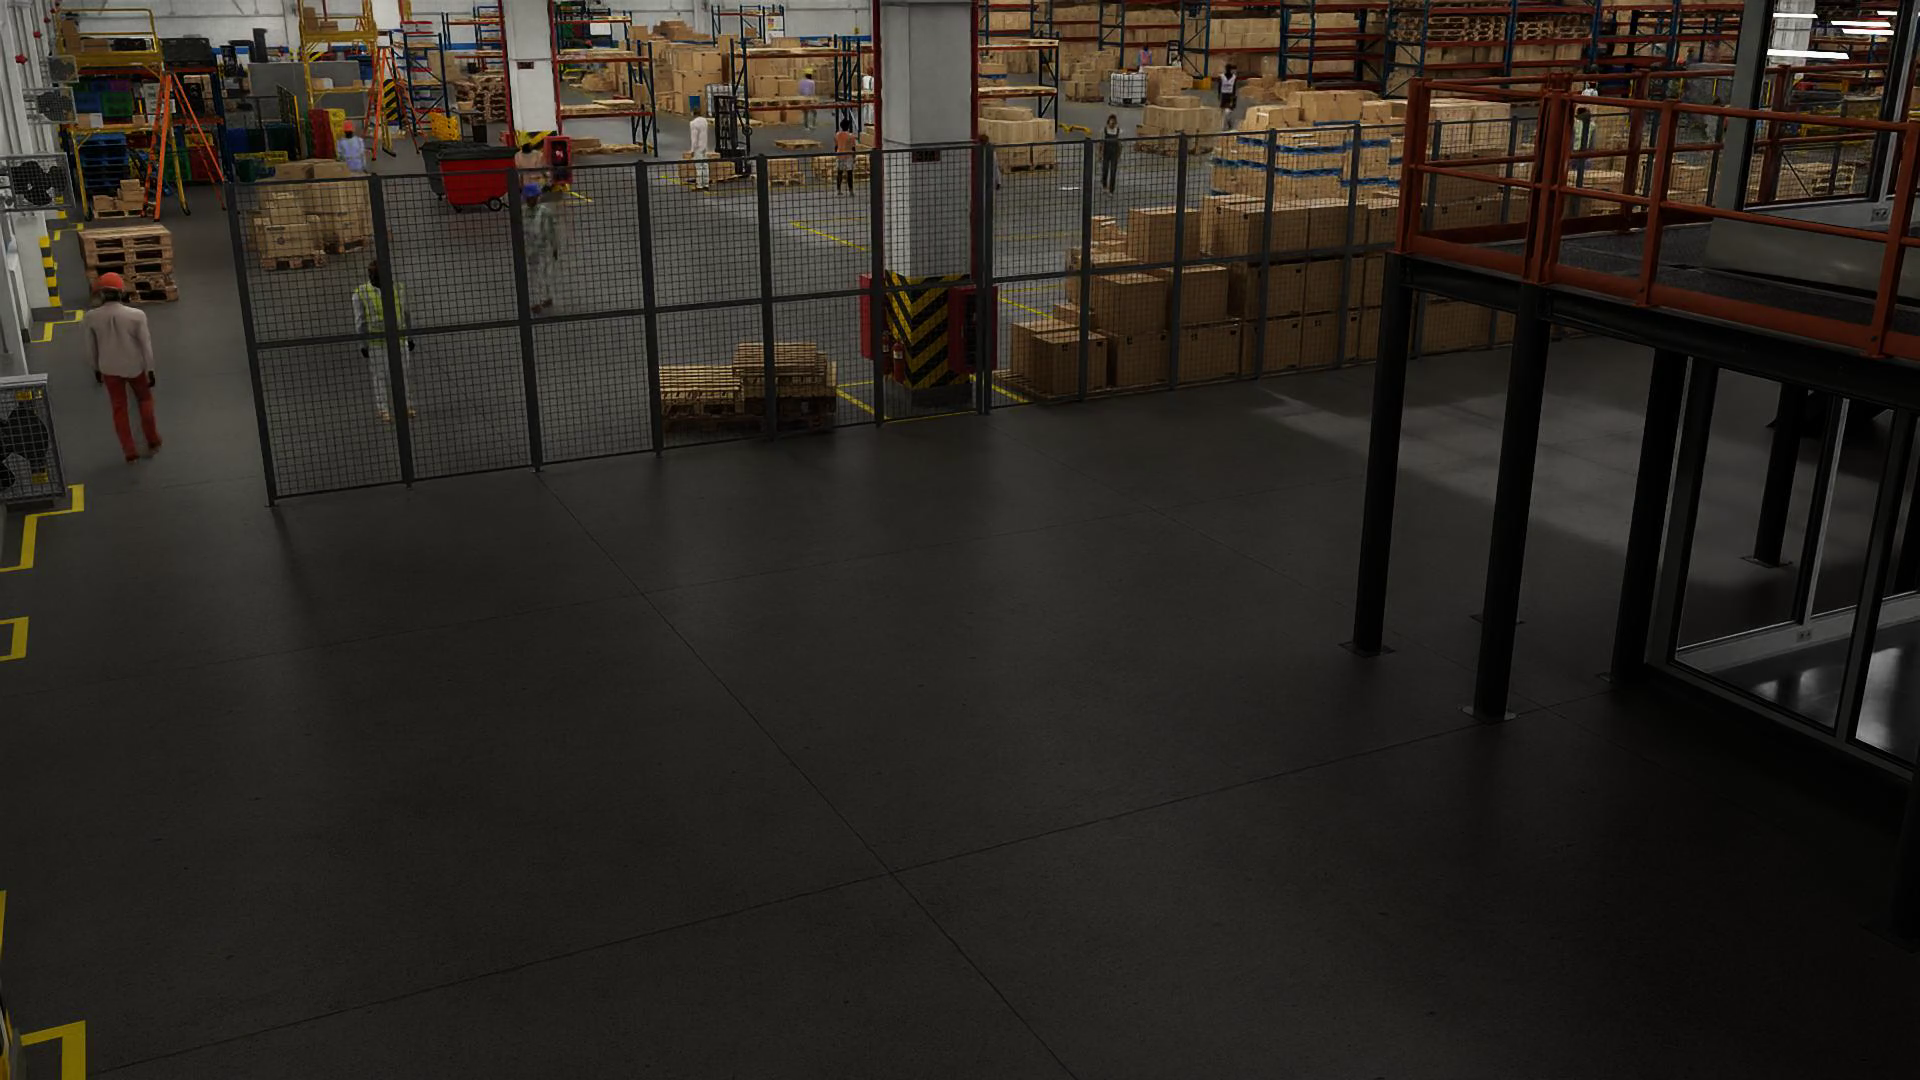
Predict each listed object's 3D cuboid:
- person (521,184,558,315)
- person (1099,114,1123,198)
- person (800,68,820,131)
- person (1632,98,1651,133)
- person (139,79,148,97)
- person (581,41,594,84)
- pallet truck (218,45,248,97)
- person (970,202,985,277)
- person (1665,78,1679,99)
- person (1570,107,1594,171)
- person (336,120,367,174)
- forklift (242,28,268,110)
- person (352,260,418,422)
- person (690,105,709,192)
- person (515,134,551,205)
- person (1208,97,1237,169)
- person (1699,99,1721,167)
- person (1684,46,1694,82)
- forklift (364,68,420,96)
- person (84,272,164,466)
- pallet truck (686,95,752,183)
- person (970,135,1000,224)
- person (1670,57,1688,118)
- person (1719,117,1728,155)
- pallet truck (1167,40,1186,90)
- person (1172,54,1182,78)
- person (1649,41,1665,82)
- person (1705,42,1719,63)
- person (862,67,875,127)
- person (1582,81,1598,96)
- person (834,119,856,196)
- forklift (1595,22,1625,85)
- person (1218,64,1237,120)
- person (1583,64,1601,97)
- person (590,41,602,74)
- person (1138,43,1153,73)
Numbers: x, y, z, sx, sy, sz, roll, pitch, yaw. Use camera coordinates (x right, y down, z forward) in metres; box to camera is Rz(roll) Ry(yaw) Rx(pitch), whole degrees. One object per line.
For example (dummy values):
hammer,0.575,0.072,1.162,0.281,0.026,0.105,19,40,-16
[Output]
person,-6.325,-4.314,24.664,0.634,1.887,1.018,3,19,9
person,3.369,-8.597,37.173,0.507,1.834,0.508,0,19,1
person,-4.715,-13.822,52.223,0.591,1.905,0.679,9,21,25
person,19.167,-11.870,46.814,0.528,1.731,0.848,3,19,9
person,-25.144,-13.427,51.482,0.523,1.631,0.323,9,21,24
person,-15.971,-20.499,71.600,0.969,1.882,0.538,-15,24,-37
pallet truck,-28.879,-18.665,66.111,0.823,1.965,1.885,-3,19,-9
person,0.129,-4.069,24.190,0.506,1.729,0.480,4,20,13
person,23.775,-14.810,55.514,0.640,1.614,0.506,-10,21,-27
person,14.187,-8.906,38.009,0.676,1.878,0.808,2,19,5
person,-12.585,-7.704,34.454,0.546,1.928,0.382,-9,21,-24
forklift,-24.981,-16.906,59.677,1.873,2.768,1.129,-9,21,-25
person,-6.480,-2.252,18.787,0.639,1.832,0.429,-16,24,-38
person,-5.968,-8.945,38.022,0.372,1.940,0.630,7,20,20
person,-8.320,-6.994,32.474,0.639,1.879,0.908,2,19,7
person,6.779,-10.300,42.133,0.977,1.827,0.519,8,20,21
person,18.589,-9.917,41.000,0.564,1.824,0.928,-4,19,-11
person,31.916,-20.790,72.863,0.513,1.609,0.430,-12,22,-31
forklift,-22.562,-19.014,65.787,1.129,2.768,1.873,13,23,33
person,-8.679,-1.808,17.293,0.637,1.954,0.913,-5,20,-14
pallet truck,-5.836,-9.608,39.856,0.823,1.965,1.885,10,22,27
person,0.469,-7.107,32.921,0.644,1.796,0.971,8,20,21
person,24.450,-15.424,56.715,0.612,1.997,0.375,6,20,16
person,16.157,-7.960,35.168,0.366,1.935,0.552,10,21,26
pallet truck,9.045,-19.971,69.895,0.823,1.965,1.885,-3,19,-8
person,8.538,-18.308,65.611,0.514,1.643,0.307,-17,25,-40
person,31.109,-21.500,74.277,0.650,2.030,0.414,-9,21,-25
person,32.494,-20.567,71.843,0.833,1.865,0.659,-2,19,-7
person,-2.917,-14.262,53.537,0.574,1.877,0.354,17,25,40
person,18.068,-12.299,47.746,0.378,1.936,0.548,-9,21,-25
person,-2.587,-8.612,37.438,0.535,1.691,0.321,6,20,18
forklift,25.877,-19.408,66.930,1.873,2.768,1.129,-9,21,-25
person,8.818,-14.758,54.930,0.604,1.890,0.734,0,19,0
person,19.809,-13.871,52.148,0.537,2.000,0.679,2,19,6
person,-15.928,-20.758,72.364,0.985,1.878,0.627,-4,19,-12
person,7.895,-20.242,70.922,0.635,1.831,0.446,1,19,3
